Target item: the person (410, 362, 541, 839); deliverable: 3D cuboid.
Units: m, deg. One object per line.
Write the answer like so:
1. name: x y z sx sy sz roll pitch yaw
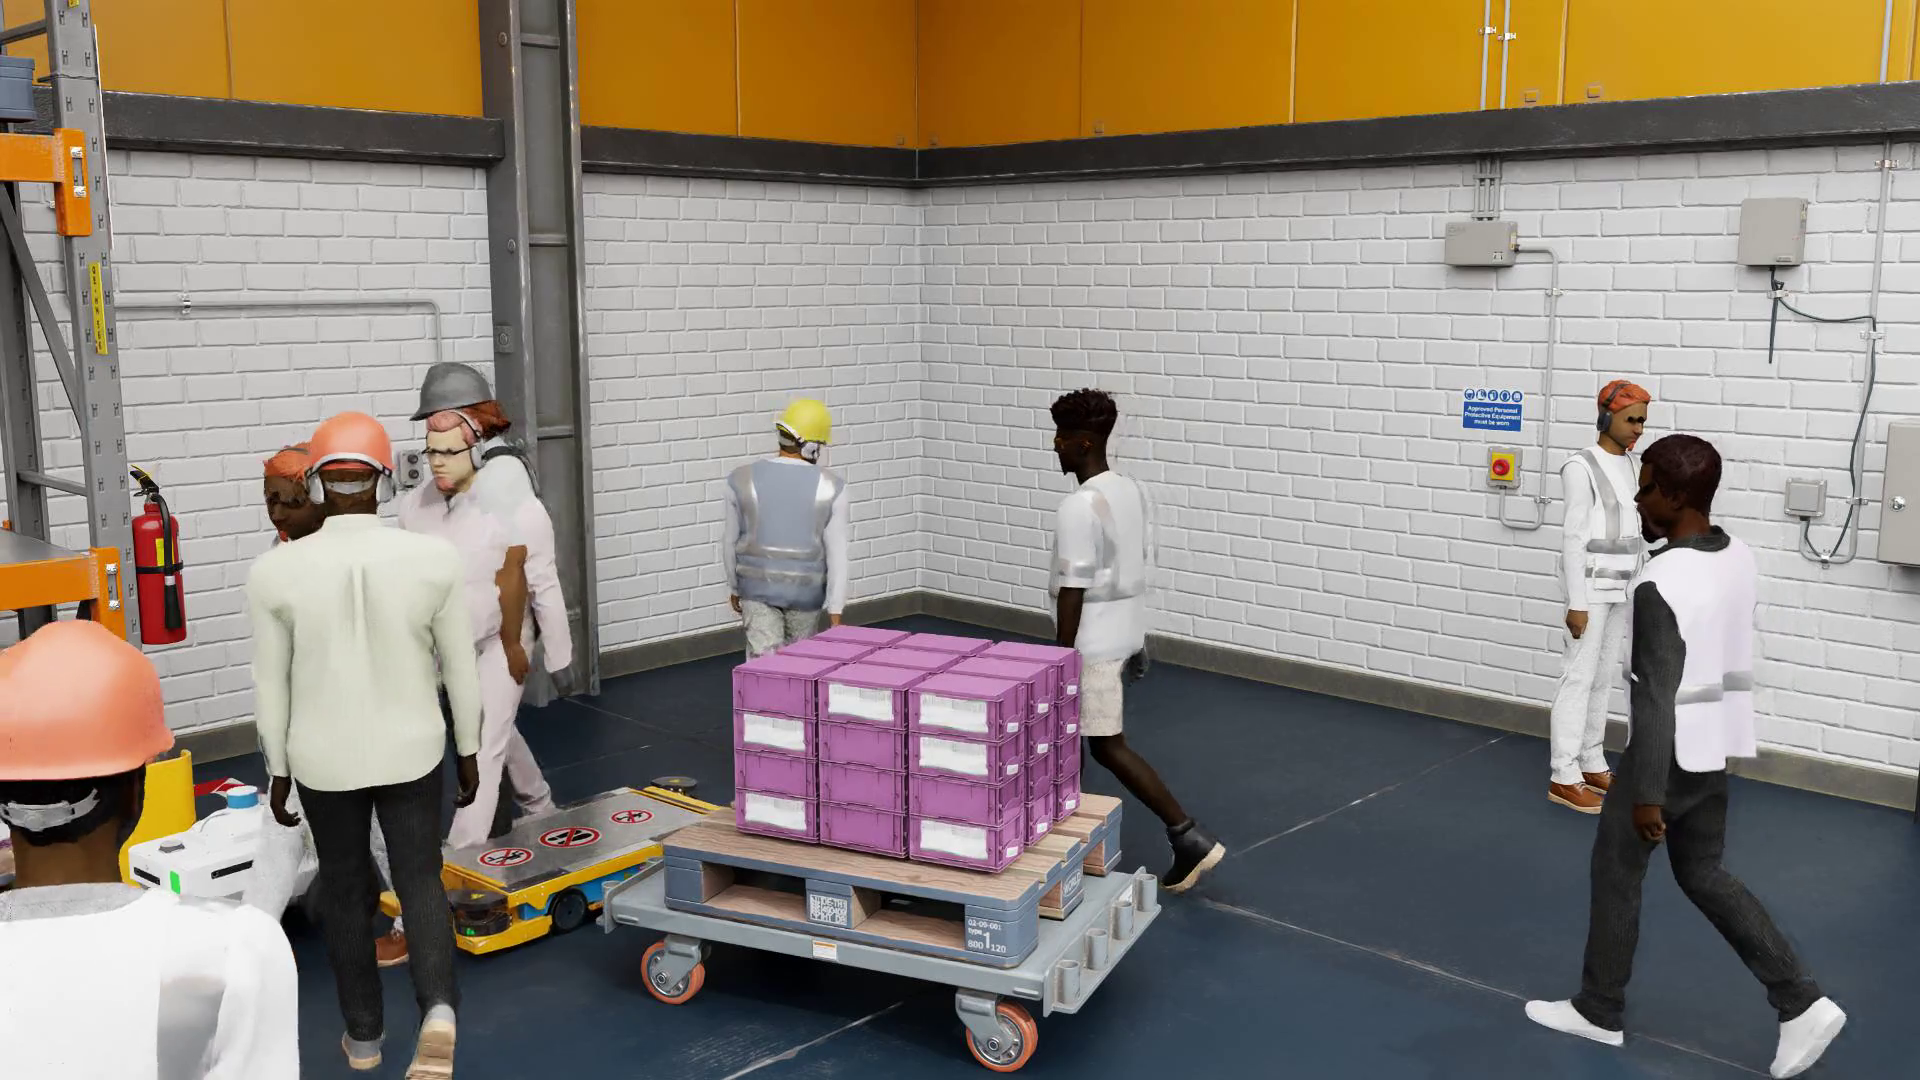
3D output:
1. person: -1.890 0.306 6.438 0.547 2.000 0.717 -4 10 -23

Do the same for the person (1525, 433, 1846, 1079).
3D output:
1. person: 2.147 0.634 4.864 0.595 1.897 0.829 -8 12 -39

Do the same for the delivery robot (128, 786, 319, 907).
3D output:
1. delivery robot: -2.491 1.103 5.805 0.477 0.478 0.707 7 12 38

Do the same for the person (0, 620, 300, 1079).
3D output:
1. person: -1.162 1.041 2.329 0.570 1.905 0.875 -2 10 -13

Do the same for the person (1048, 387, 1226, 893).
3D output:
1. person: 0.589 0.380 6.361 0.937 1.931 0.607 4 10 25

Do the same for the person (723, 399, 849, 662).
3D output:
1. person: -0.809 0.226 7.756 0.589 1.772 0.839 -1 9 -5

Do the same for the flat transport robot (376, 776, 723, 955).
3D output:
1. flat transport robot: -1.425 1.202 6.353 0.652 0.197 1.431 8 12 39

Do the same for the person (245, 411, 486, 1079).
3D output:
1. person: -1.673 0.622 4.748 0.636 1.969 0.687 -4 10 -22

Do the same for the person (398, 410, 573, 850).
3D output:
1. person: -1.818 0.421 6.365 0.677 1.866 1.004 4 10 24

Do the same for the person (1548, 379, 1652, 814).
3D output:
1. person: 2.825 0.239 7.317 0.573 1.886 0.354 -9 13 -44

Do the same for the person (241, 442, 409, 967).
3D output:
1. person: -2.064 0.596 5.311 0.633 1.823 0.991 7 12 38
